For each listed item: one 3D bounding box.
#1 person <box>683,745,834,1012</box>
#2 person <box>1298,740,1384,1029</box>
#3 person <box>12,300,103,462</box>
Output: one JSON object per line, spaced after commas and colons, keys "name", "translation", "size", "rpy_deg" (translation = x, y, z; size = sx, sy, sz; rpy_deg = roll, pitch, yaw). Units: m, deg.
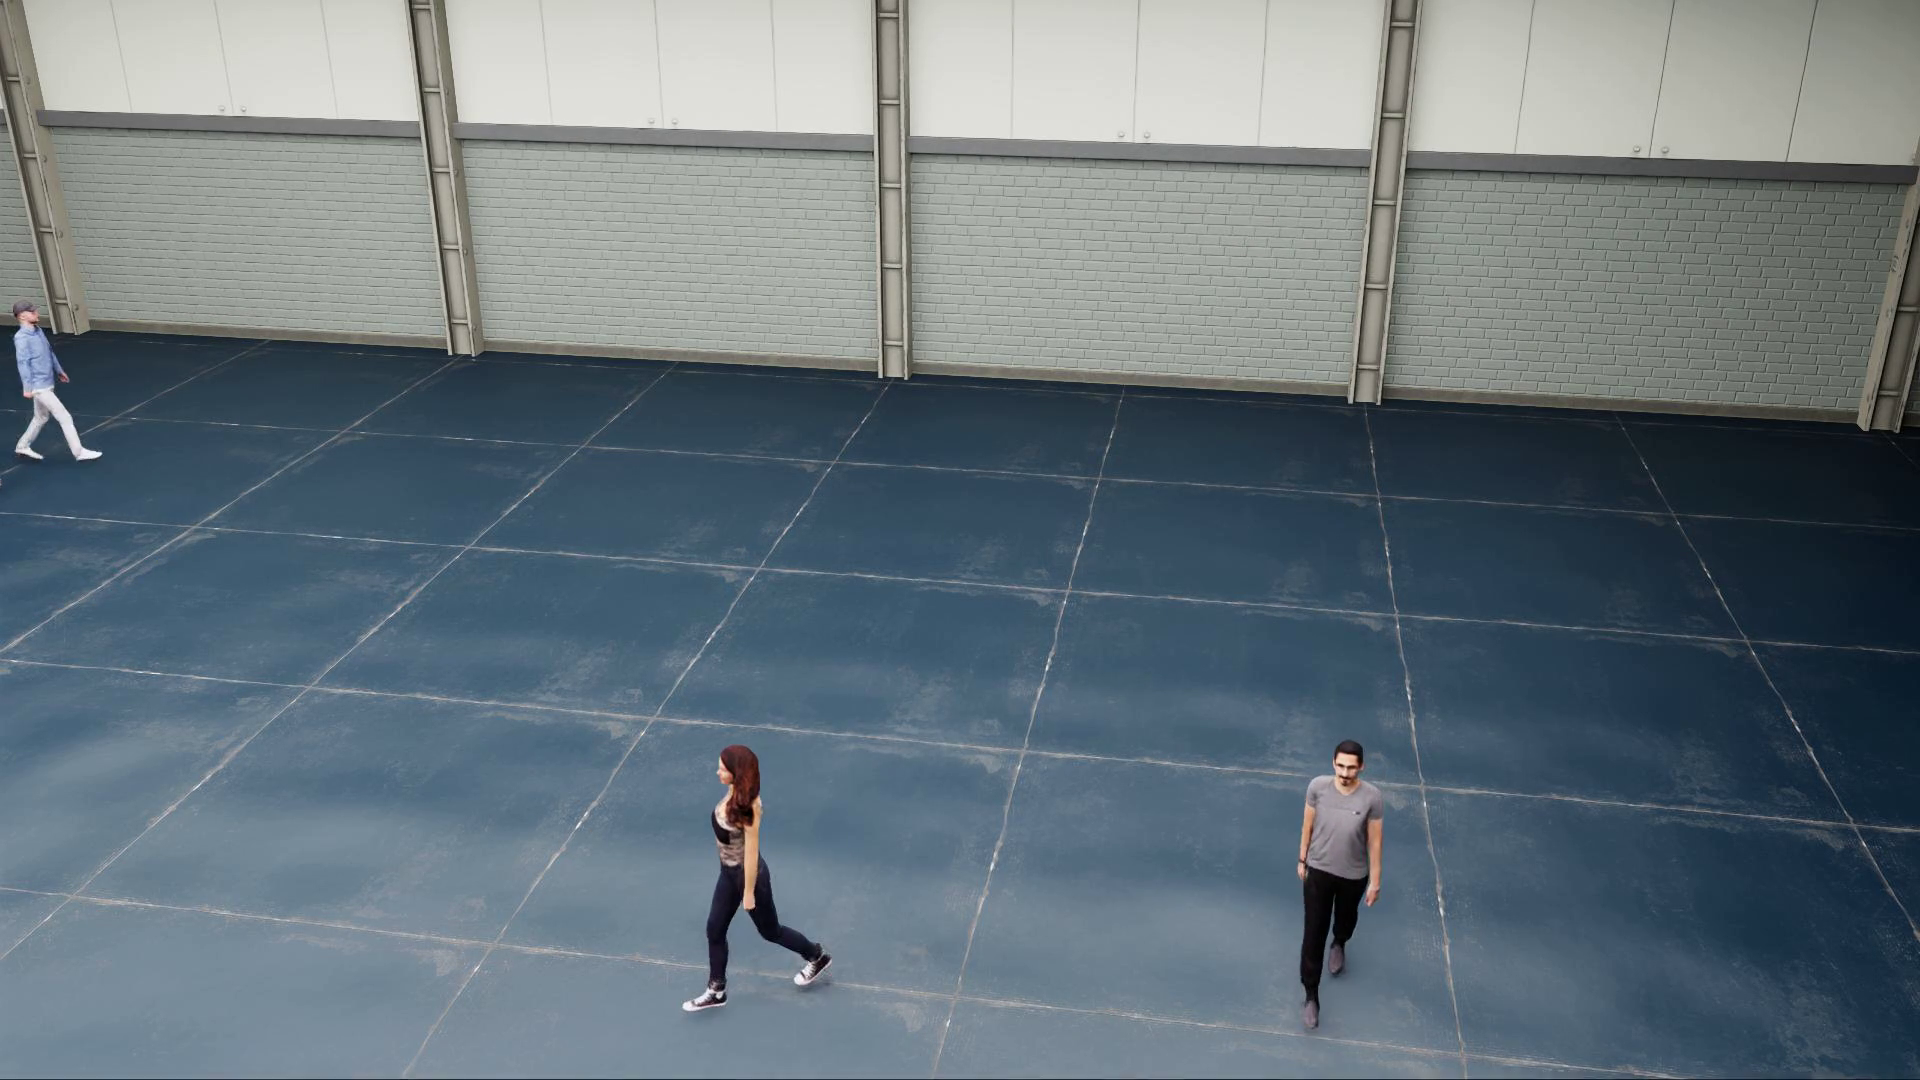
{"name": "person", "translation": [-1.169, 1.995, 9.807], "size": [1.234, 1.729, 1.043], "rpy_deg": [-10, 25, -22]}
{"name": "person", "translation": [2.270, 1.943, 9.953], "size": [1.084, 1.710, 0.754], "rpy_deg": [6, 24, 14]}
{"name": "person", "translation": [-10.253, -1.730, 18.402], "size": [1.249, 1.859, 0.939], "rpy_deg": [-4, 23, -10]}
